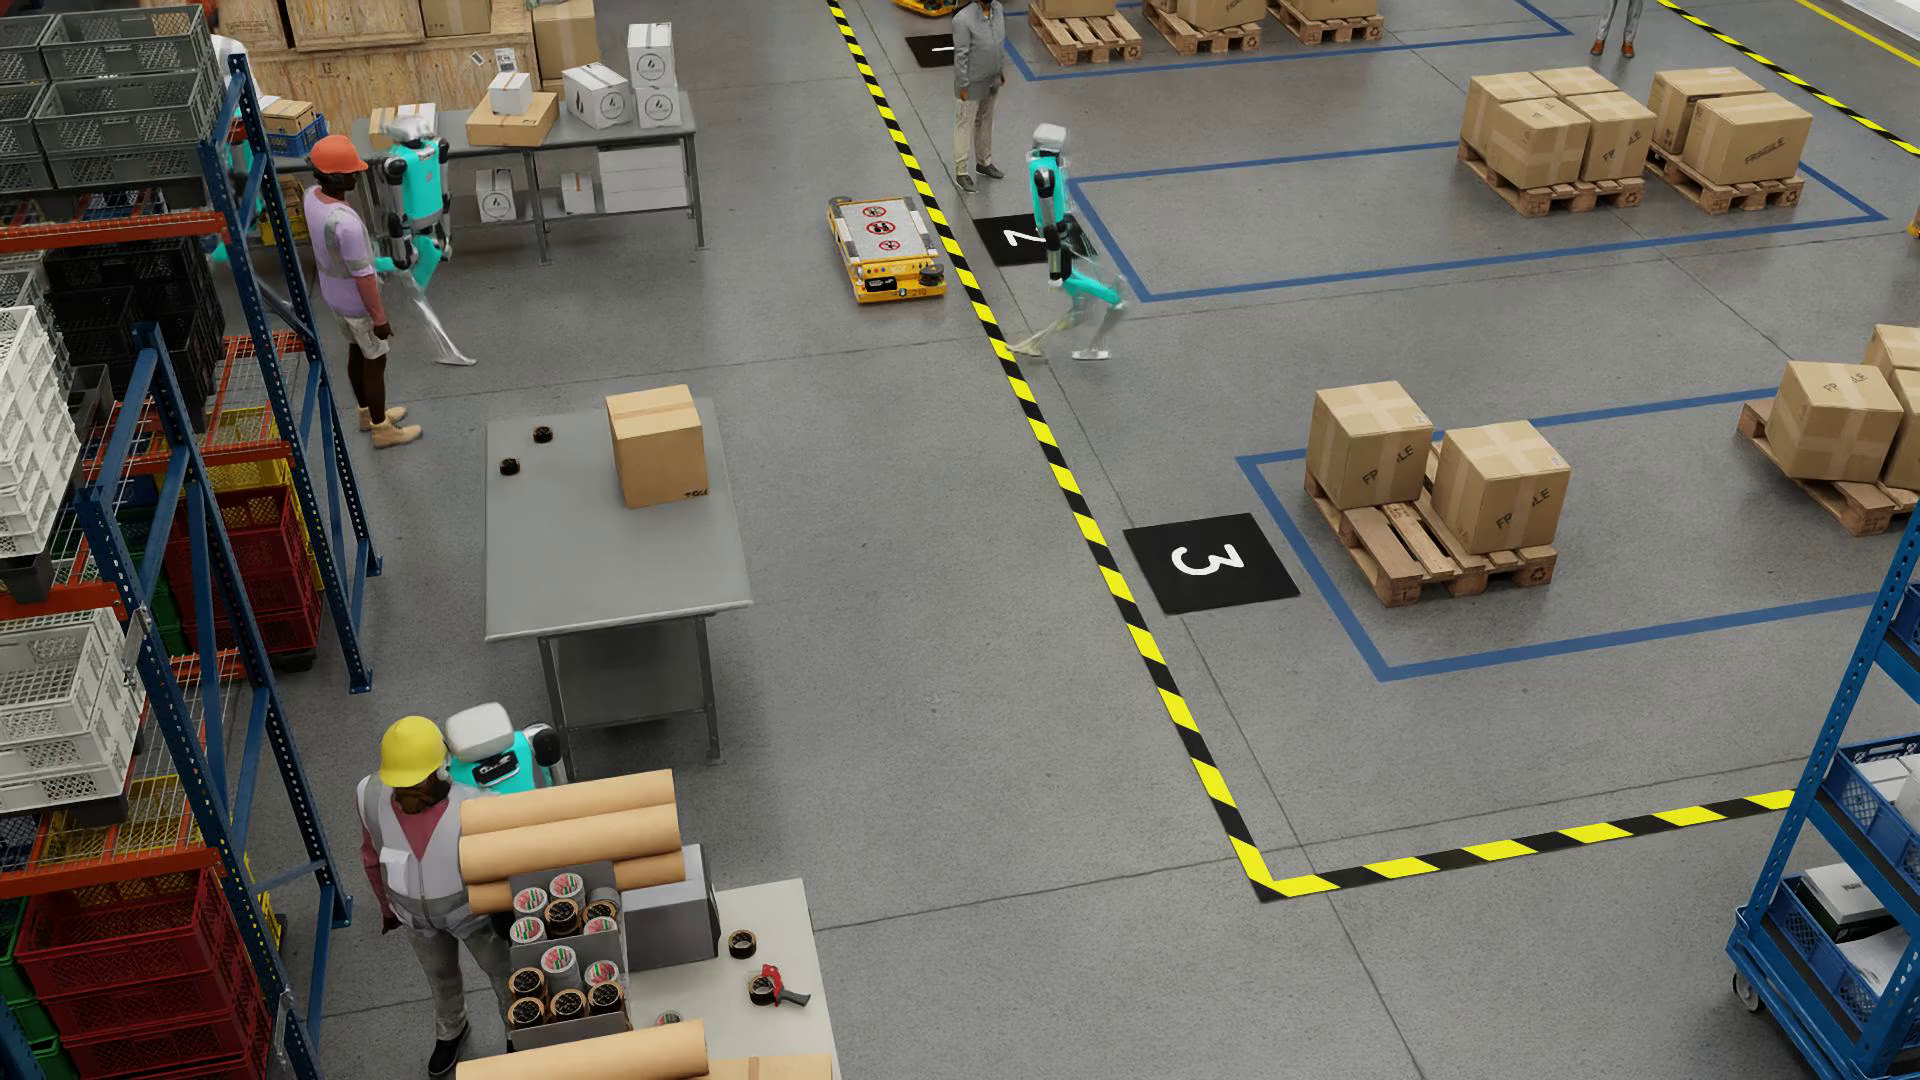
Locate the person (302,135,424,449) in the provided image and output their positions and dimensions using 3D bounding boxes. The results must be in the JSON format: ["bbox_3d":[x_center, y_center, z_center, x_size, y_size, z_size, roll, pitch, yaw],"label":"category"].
[{"bbox_3d":[-3.630,-1.483,10.079,0.413,2.030,0.609,-27,44,-31],"label":"person"}]

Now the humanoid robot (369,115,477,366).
[{"bbox_3d":[-3.776,-1.998,11.050,1.012,1.782,0.551,16,40,21],"label":"humanoid robot"}]

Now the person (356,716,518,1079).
[{"bbox_3d":[-1.960,1.387,6.376,0.589,1.837,0.404,1,37,1],"label":"person"}]

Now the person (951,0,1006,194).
[{"bbox_3d":[0.143,-3.678,13.239,0.396,1.769,0.563,26,44,31],"label":"person"}]

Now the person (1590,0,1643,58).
[{"bbox_3d":[6.328,-5.478,15.563,0.590,1.883,0.351,10,38,13],"label":"person"}]

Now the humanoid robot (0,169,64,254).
[{"bbox_3d":[-5.970,-1.767,10.784,0.794,1.619,0.604,16,39,20],"label":"humanoid robot"}]

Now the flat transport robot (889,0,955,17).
[{"bbox_3d":[0.005,-5.774,17.291,1.431,0.197,0.652,-30,46,-34],"label":"flat transport robot"}]

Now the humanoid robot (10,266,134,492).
[{"bbox_3d":[-5.153,-0.884,9.565,0.588,1.639,0.404,-22,42,-27],"label":"humanoid robot"}]

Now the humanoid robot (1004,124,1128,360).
[{"bbox_3d":[0.762,-1.857,10.801,0.969,1.728,0.540,0,37,1],"label":"humanoid robot"}]

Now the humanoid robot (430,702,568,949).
[{"bbox_3d":[-1.545,1.469,6.331,0.566,1.740,0.853,-23,42,-27],"label":"humanoid robot"}]

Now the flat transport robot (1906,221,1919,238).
[{"bbox_3d":[7.915,-2.159,12.432,0.652,0.197,1.431,-14,39,-18],"label":"flat transport robot"}]

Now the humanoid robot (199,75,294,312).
[{"bbox_3d":[-5.134,-2.274,11.416,0.898,1.818,0.554,-6,37,-8],"label":"humanoid robot"}]

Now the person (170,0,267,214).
[{"bbox_3d":[-5.483,-3.155,12.447,0.597,1.881,0.350,2,37,2],"label":"person"}]

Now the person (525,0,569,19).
[{"bbox_3d":[-3.465,-4.570,14.307,0.417,1.932,0.614,23,42,28],"label":"person"}]

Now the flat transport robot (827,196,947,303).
[{"bbox_3d":[-0.570,-2.220,12.538,0.659,0.231,1.431,-8,37,-10],"label":"flat transport robot"}]
